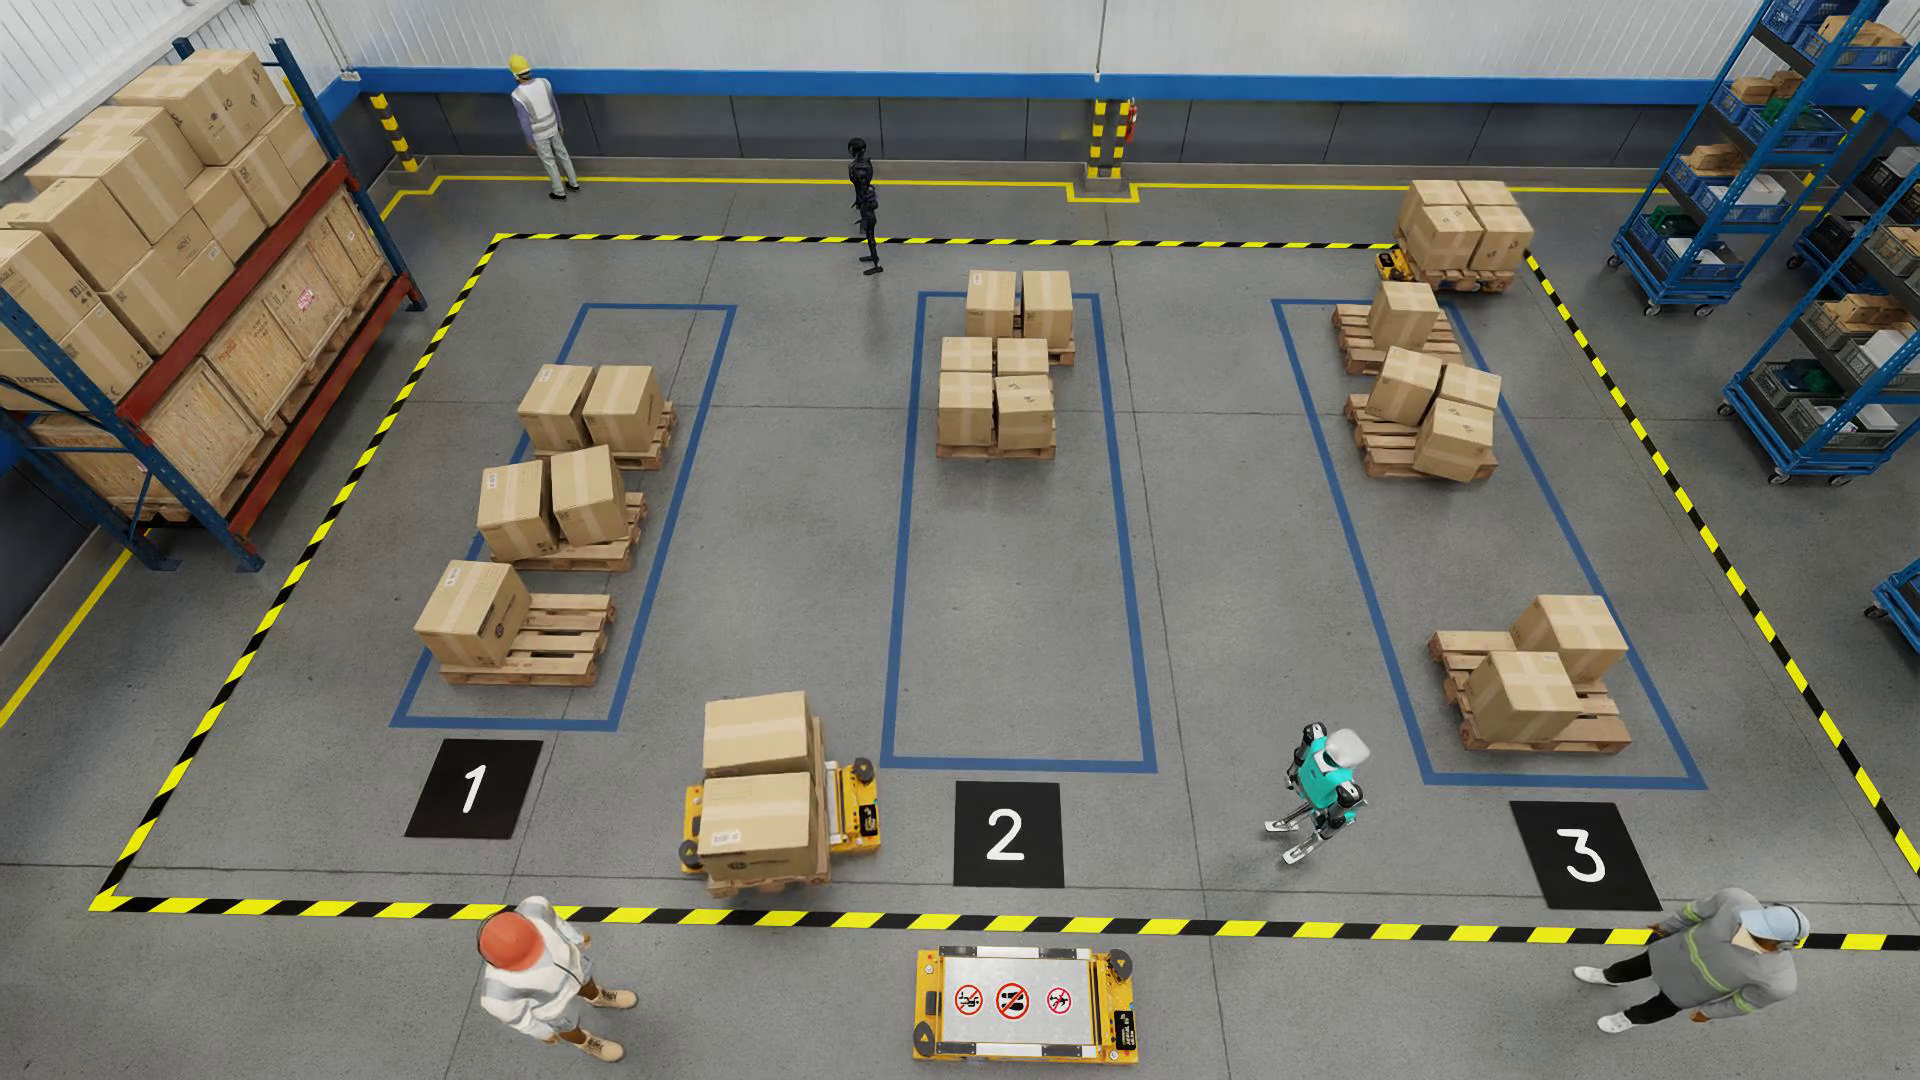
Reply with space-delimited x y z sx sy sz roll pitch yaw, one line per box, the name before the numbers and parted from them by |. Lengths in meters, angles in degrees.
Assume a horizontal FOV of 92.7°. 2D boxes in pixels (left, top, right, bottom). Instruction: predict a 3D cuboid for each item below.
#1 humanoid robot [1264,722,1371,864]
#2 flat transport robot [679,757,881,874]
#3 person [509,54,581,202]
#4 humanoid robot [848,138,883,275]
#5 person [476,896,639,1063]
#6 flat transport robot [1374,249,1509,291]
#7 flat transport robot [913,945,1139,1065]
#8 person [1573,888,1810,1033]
humanoid robot | 2.504 1.676 6.088 0.735 1.673 0.533 -12 52 -10
flat transport robot | -1.332 2.033 6.810 1.431 0.197 0.652 -6 51 -5
person | -5.367 -5.272 11.773 0.404 1.830 0.600 24 55 18
humanoid robot | -1.121 -3.908 10.755 0.315 1.653 0.599 -8 51 -7
person | -2.289 2.542 5.276 0.398 2.032 0.610 4 51 3
flat transport robot | 5.876 -3.315 11.170 1.431 0.197 0.652 1 51 1
flat transport robot | 0.422 3.041 6.007 1.431 0.231 0.659 1 51 1
person | 4.306 2.519 5.411 0.401 1.851 0.590 0 51 0
